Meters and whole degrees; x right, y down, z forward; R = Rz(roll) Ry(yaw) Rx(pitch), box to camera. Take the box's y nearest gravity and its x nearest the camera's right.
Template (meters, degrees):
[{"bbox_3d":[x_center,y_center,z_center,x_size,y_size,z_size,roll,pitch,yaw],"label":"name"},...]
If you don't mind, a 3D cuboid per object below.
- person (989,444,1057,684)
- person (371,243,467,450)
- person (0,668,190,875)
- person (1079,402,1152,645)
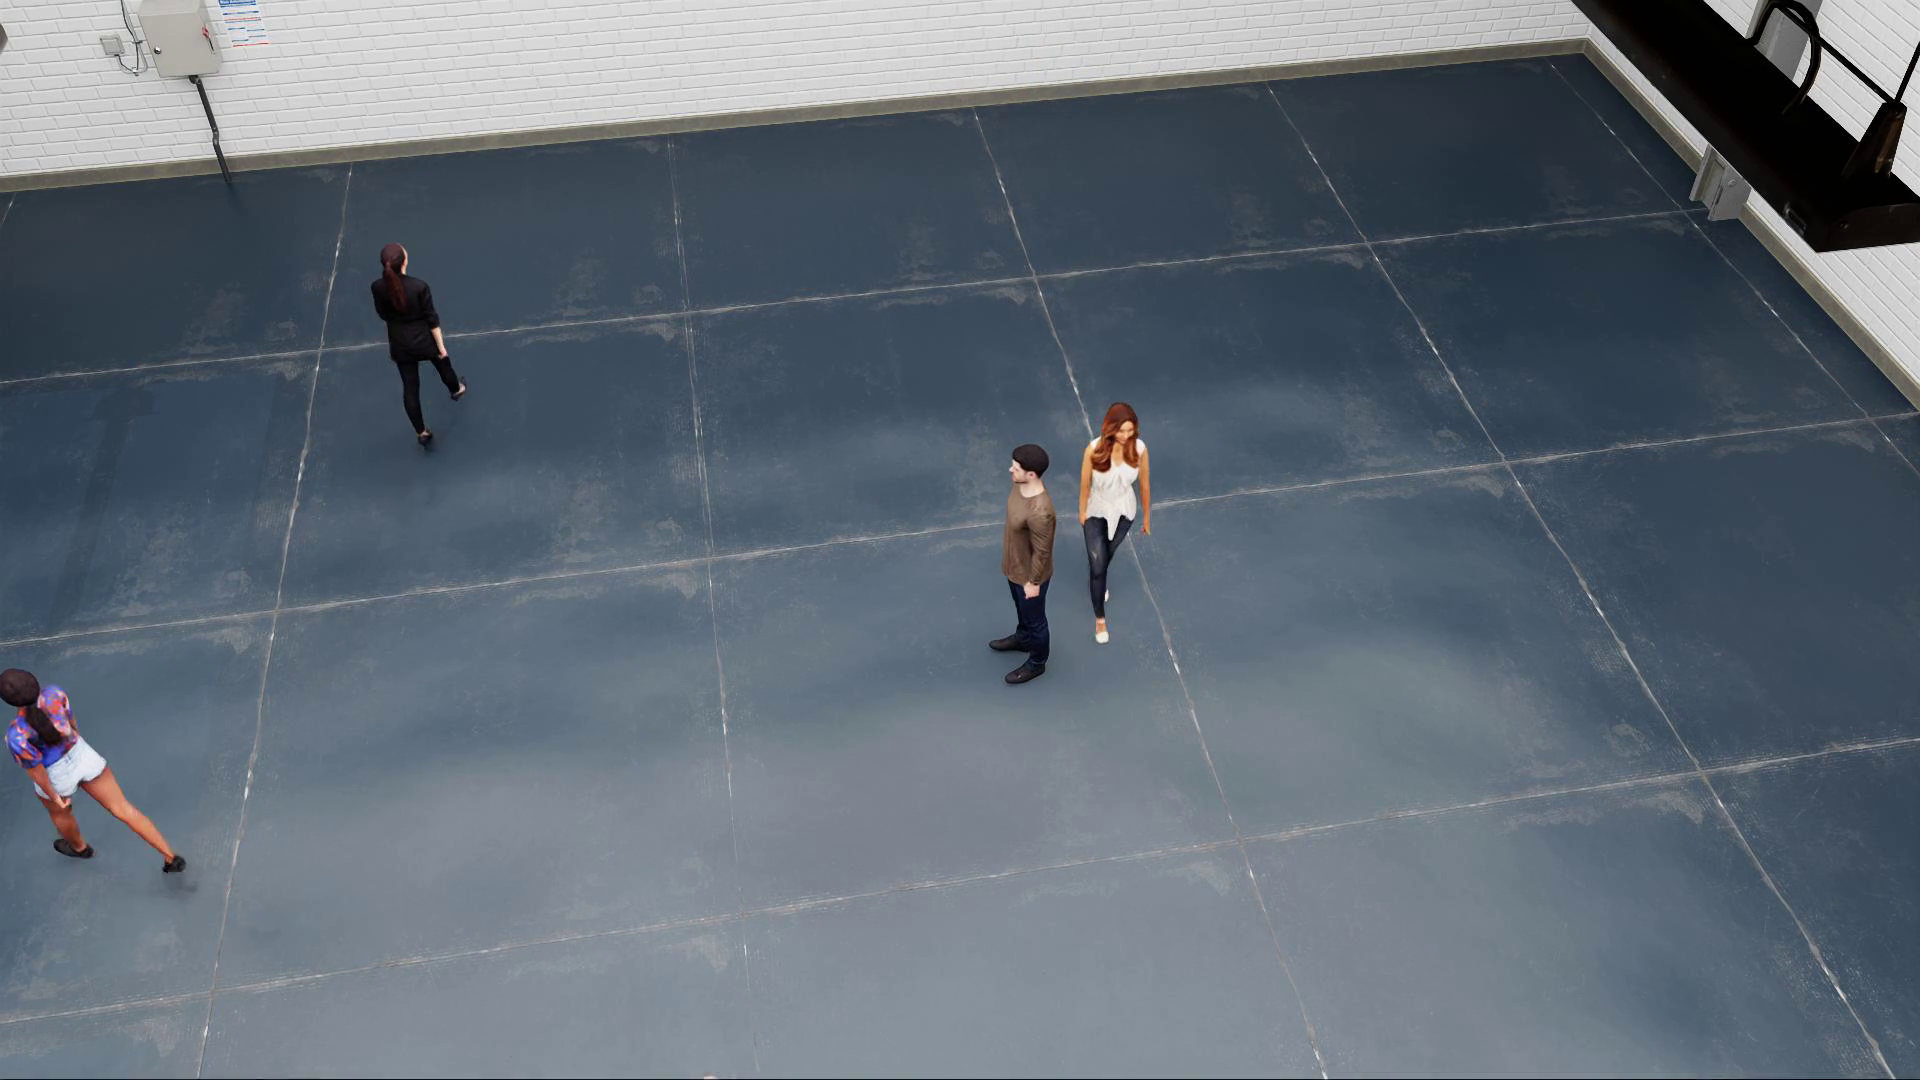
[{"bbox_3d":[0.425,0.135,10.426,0.733,1.887,0.531,-12,45,-12],"label":"person"},{"bbox_3d":[-4.022,-1.373,12.199,0.767,1.624,1.063,1,44,1],"label":"person"},{"bbox_3d":[-4.895,1.331,9.305,1.092,1.701,1.162,18,46,18],"label":"person"},{"bbox_3d":[0.965,-0.238,10.913,0.590,1.755,0.957,-7,44,-7],"label":"person"}]
